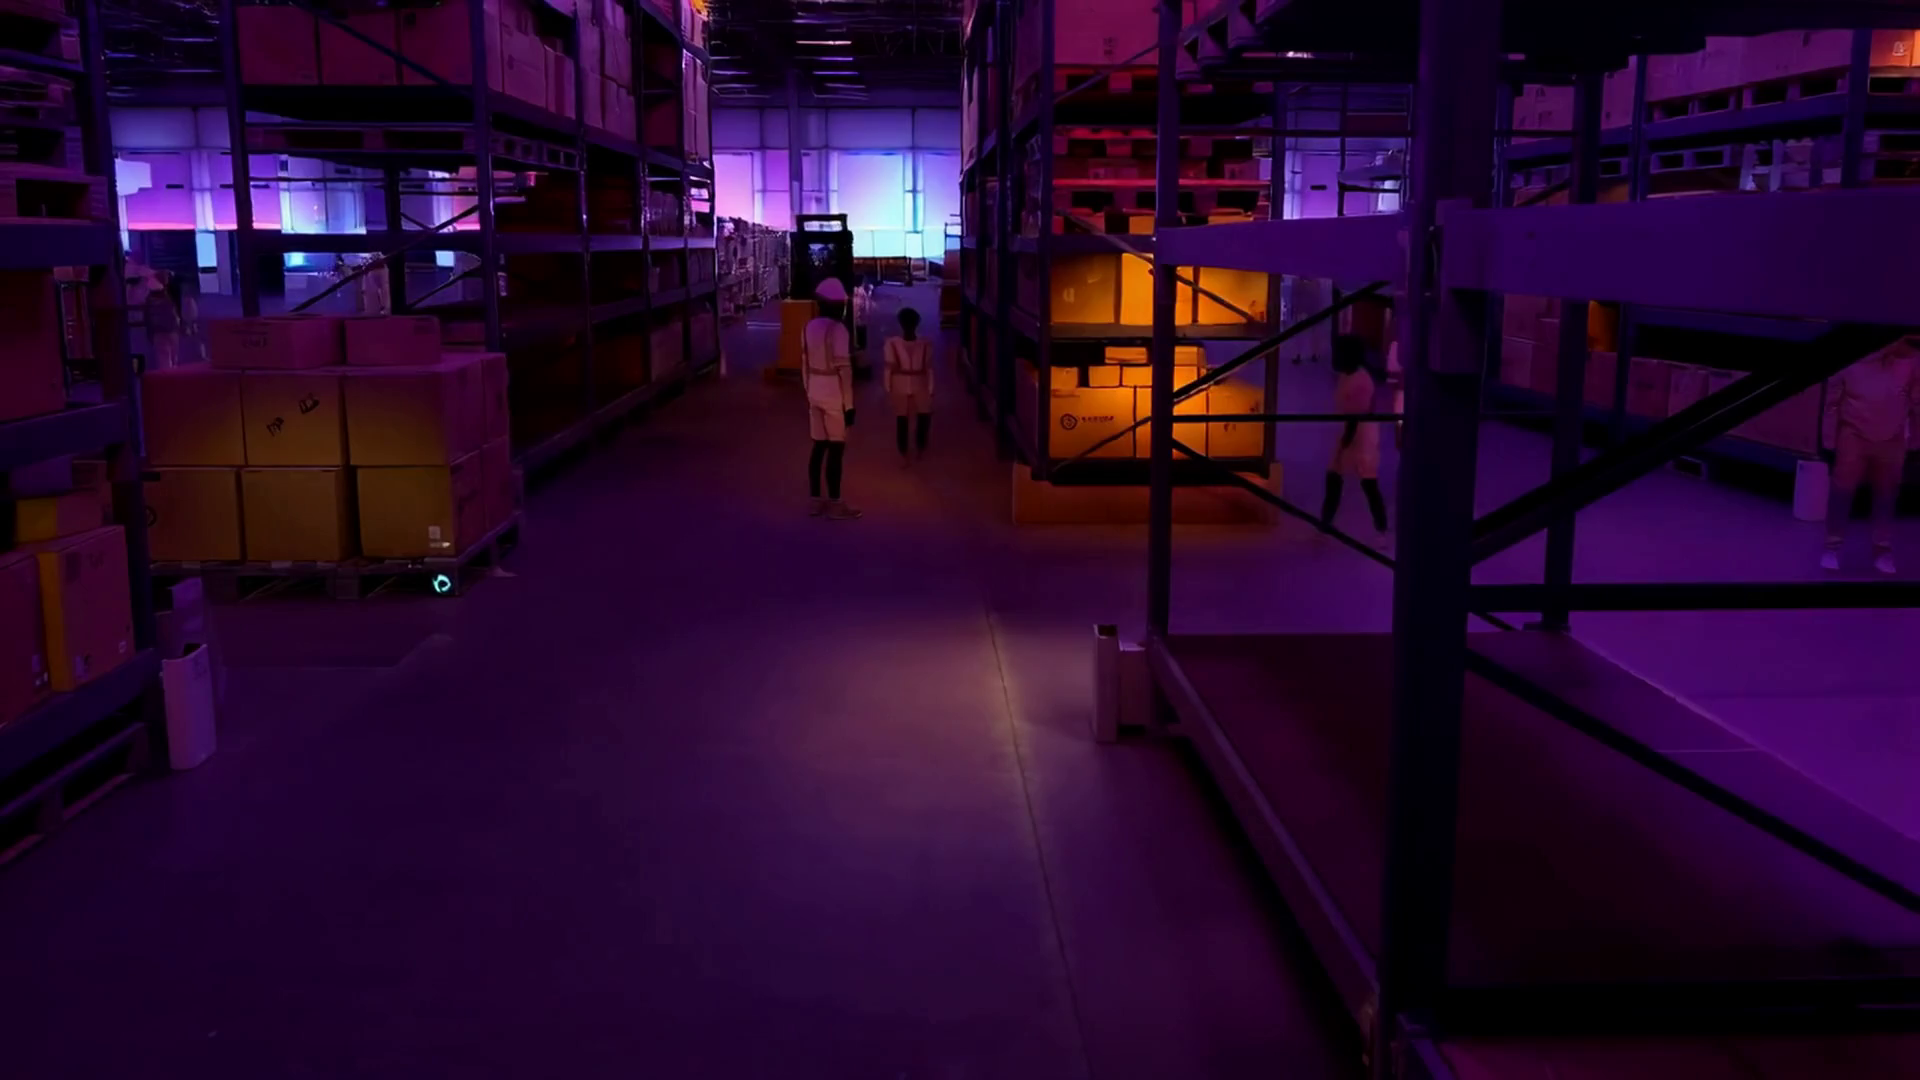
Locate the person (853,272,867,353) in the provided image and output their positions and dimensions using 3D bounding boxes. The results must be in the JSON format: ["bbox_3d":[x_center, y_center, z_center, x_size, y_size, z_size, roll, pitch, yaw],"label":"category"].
[{"bbox_3d":[-2.133,-4.804,35.181,0.318,1.697,0.535,-4,11,-23],"label":"person"}]

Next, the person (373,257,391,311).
[{"bbox_3d":[-14.317,-6.030,41.261,0.365,1.962,0.614,4,11,21],"label":"person"}]

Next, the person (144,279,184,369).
[{"bbox_3d":[-12.741,-3.301,26.663,0.558,1.735,0.490,-4,11,-19],"label":"person"}]

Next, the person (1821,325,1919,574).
[{"bbox_3d":[6.440,-0.696,11.758,0.637,1.897,0.397,3,11,17],"label":"person"}]

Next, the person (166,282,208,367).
[{"bbox_3d":[-14.185,-3.910,30.458,0.794,1.607,0.521,0,10,-1],"label":"person"}]

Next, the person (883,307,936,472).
[{"bbox_3d":[-0.511,-1.516,16.907,0.553,1.677,0.507,-1,10,-7],"label":"person"}]

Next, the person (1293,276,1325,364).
[{"bbox_3d":[6.751,-4.364,32.199,0.633,1.898,1.010,4,11,23],"label":"person"}]

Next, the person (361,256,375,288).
[{"bbox_3d":[-16.741,-7.029,46.944,0.457,1.922,0.585,4,11,23],"label":"person"}]

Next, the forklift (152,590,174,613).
[{"bbox_3d":[-5.858,-0.811,9.639,1.873,2.768,1.129,-1,10,-3],"label":"forklift"}]

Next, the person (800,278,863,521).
[{"bbox_3d":[-1.084,-1.182,14.036,0.374,2.043,0.612,-9,13,-40],"label":"person"}]

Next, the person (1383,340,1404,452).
[{"bbox_3d":[3.748,-1.021,13.607,0.575,1.893,0.536,4,11,20],"label":"person"}]

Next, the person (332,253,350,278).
[{"bbox_3d":[-19.829,-8.257,53.458,0.692,2.000,1.051,8,13,37],"label":"person"}]

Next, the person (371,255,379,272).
[{"bbox_3d":[-24.012,-10.831,68.488,0.982,1.790,0.648,-3,11,-15],"label":"person"}]

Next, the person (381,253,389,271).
[{"bbox_3d":[-21.546,-9.785,62.327,0.408,1.918,0.584,1,10,5],"label":"person"}]

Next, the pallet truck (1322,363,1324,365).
[{"bbox_3d":[7.712,-4.157,30.737,1.885,1.965,0.823,3,11,16],"label":"pallet truck"}]

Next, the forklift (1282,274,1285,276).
[{"bbox_3d":[12.317,-10.212,62.011,1.129,2.768,1.873,-3,11,-17],"label":"forklift"}]

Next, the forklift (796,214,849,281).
[{"bbox_3d":[-2.459,-4.460,29.969,1.129,2.768,1.873,0,10,-2],"label":"forklift"}]

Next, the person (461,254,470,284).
[{"bbox_3d":[-20.455,-10.876,68.612,0.775,1.843,0.525,0,10,0],"label":"person"}]

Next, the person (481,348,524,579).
[{"bbox_3d":[-3.246,-0.520,11.546,0.369,1.621,0.506,1,10,7],"label":"person"}]

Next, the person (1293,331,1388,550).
[{"bbox_3d":[2.915,-0.739,12.625,0.789,1.657,0.548,-1,10,-3],"label":"person"}]
